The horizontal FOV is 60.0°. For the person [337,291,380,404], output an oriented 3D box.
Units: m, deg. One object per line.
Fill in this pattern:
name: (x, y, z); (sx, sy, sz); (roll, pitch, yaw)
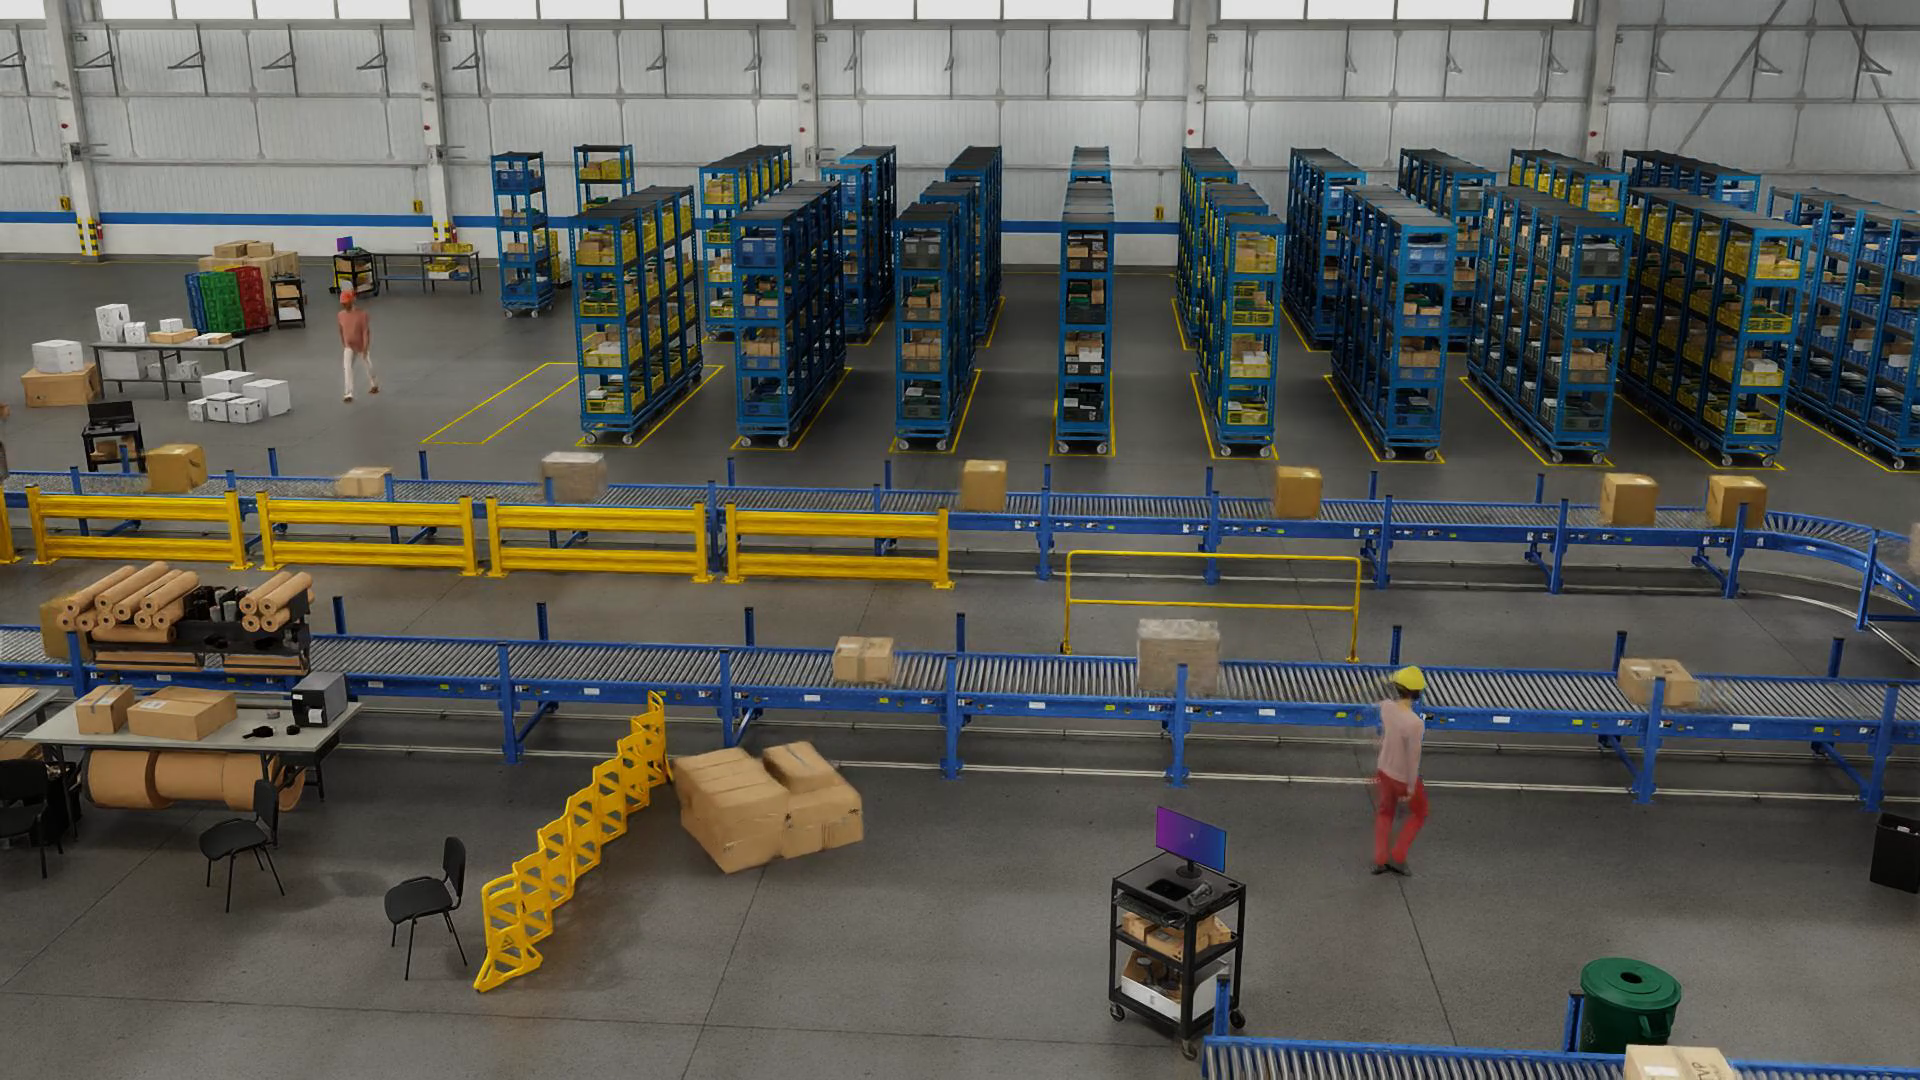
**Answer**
person: (-10.634, -3.445, 29.331); (0.604, 1.942, 1.061); (1, 18, 4)

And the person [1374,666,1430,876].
person: (3.443, 1.803, 12.973); (0.390, 1.753, 0.526); (-9, 20, -26)
